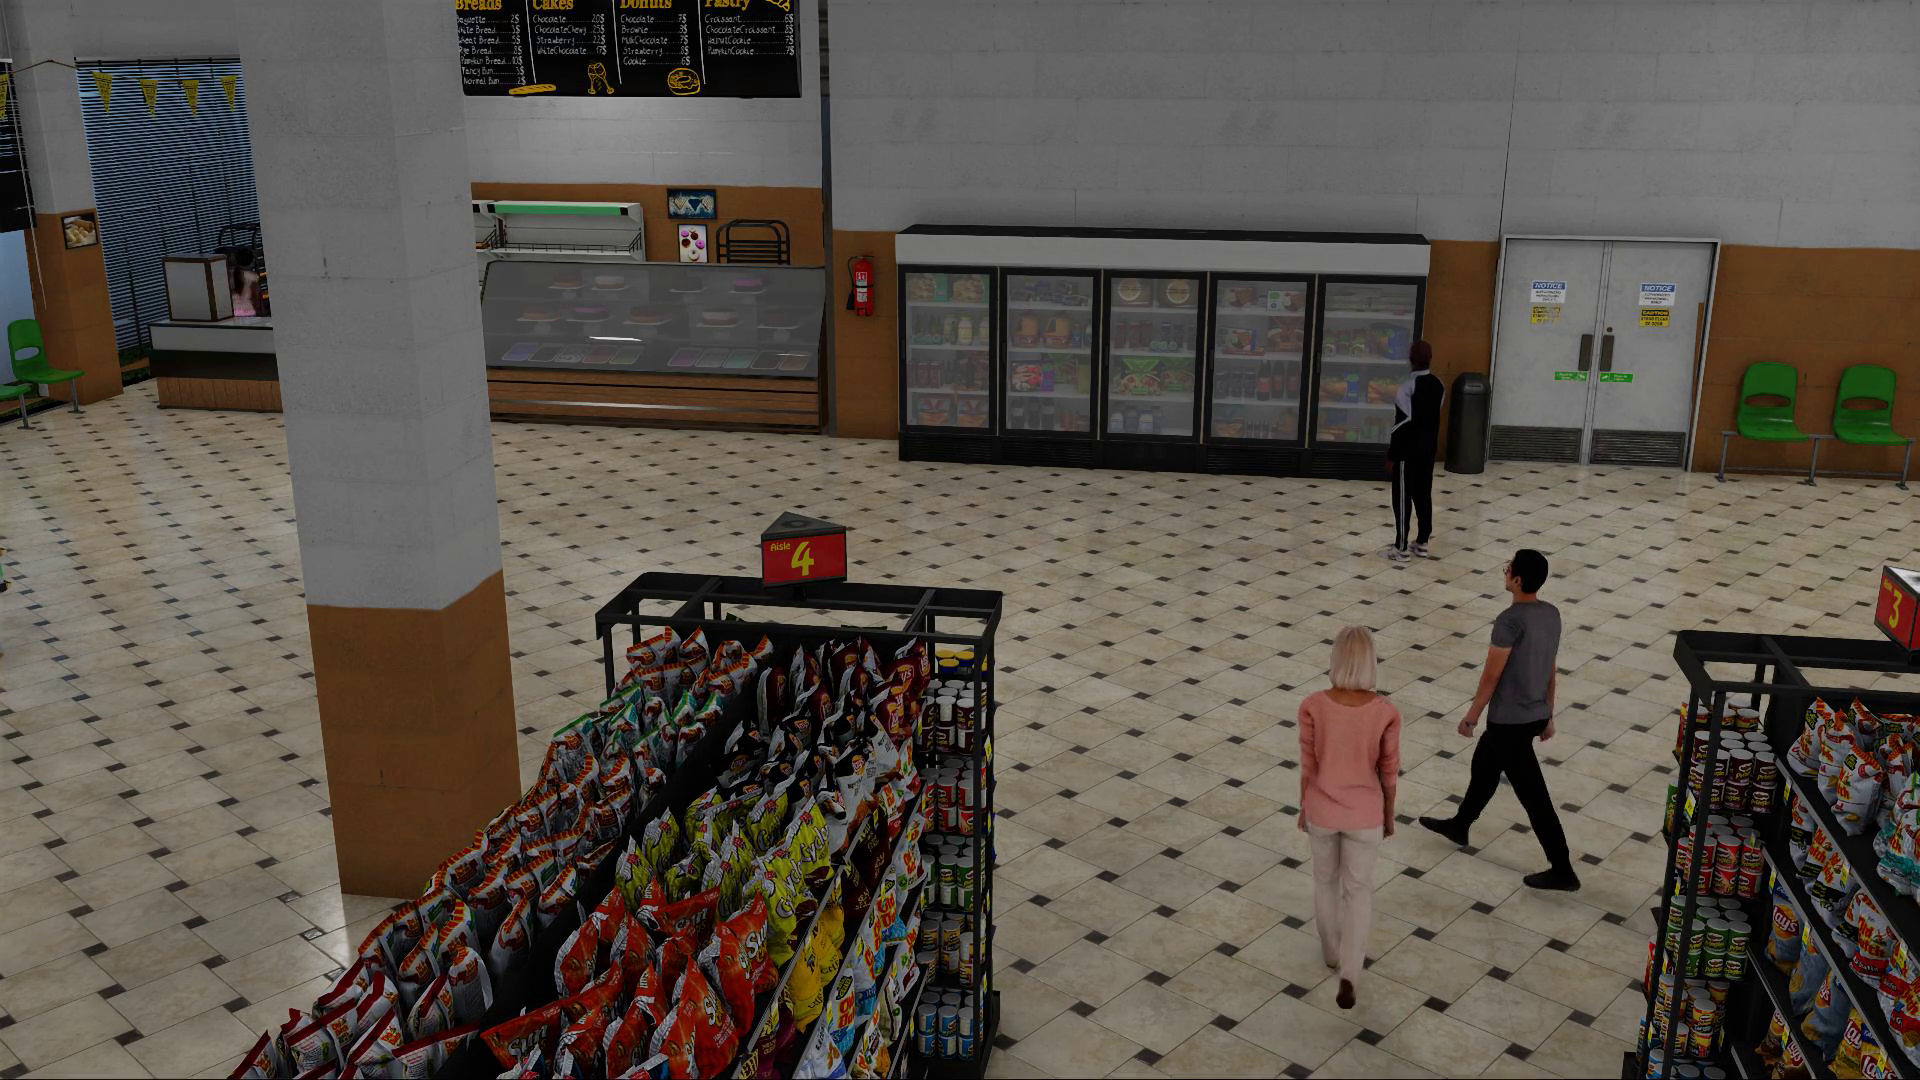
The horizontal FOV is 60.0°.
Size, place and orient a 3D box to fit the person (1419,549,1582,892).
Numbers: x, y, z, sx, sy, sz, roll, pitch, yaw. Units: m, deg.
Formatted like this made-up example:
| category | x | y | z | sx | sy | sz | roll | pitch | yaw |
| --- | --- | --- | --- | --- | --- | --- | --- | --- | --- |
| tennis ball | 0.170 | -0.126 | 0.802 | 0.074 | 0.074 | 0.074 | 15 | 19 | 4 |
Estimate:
| category | x | y | z | sx | sy | sz | roll | pitch | yaw |
| --- | --- | --- | --- | --- | --- | --- | --- | --- | --- |
| person | 2.863 | 0.939 | 8.333 | 1.092 | 1.705 | 1.187 | 16 | 23 | 41 |

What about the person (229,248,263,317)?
| category | x | y | z | sx | sy | sz | roll | pitch | yaw |
| --- | --- | --- | --- | --- | --- | --- | --- | --- | --- |
| person | -8.767 | -2.670 | 20.193 | 0.824 | 1.720 | 0.836 | -15 | 22 | -40 |

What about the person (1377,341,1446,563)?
| category | x | y | z | sx | sy | sz | roll | pitch | yaw |
| --- | --- | --- | --- | --- | --- | --- | --- | --- | --- |
| person | 3.735 | -0.735 | 13.632 | 0.733 | 1.830 | 0.768 | -9 | 19 | -28 |

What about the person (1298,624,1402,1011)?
| category | x | y | z | sx | sy | sz | roll | pitch | yaw |
| --- | --- | --- | --- | --- | --- | --- | --- | --- | --- |
| person | 1.698 | 1.235 | 7.357 | 0.638 | 1.705 | 1.001 | 4 | 17 | 14 |
